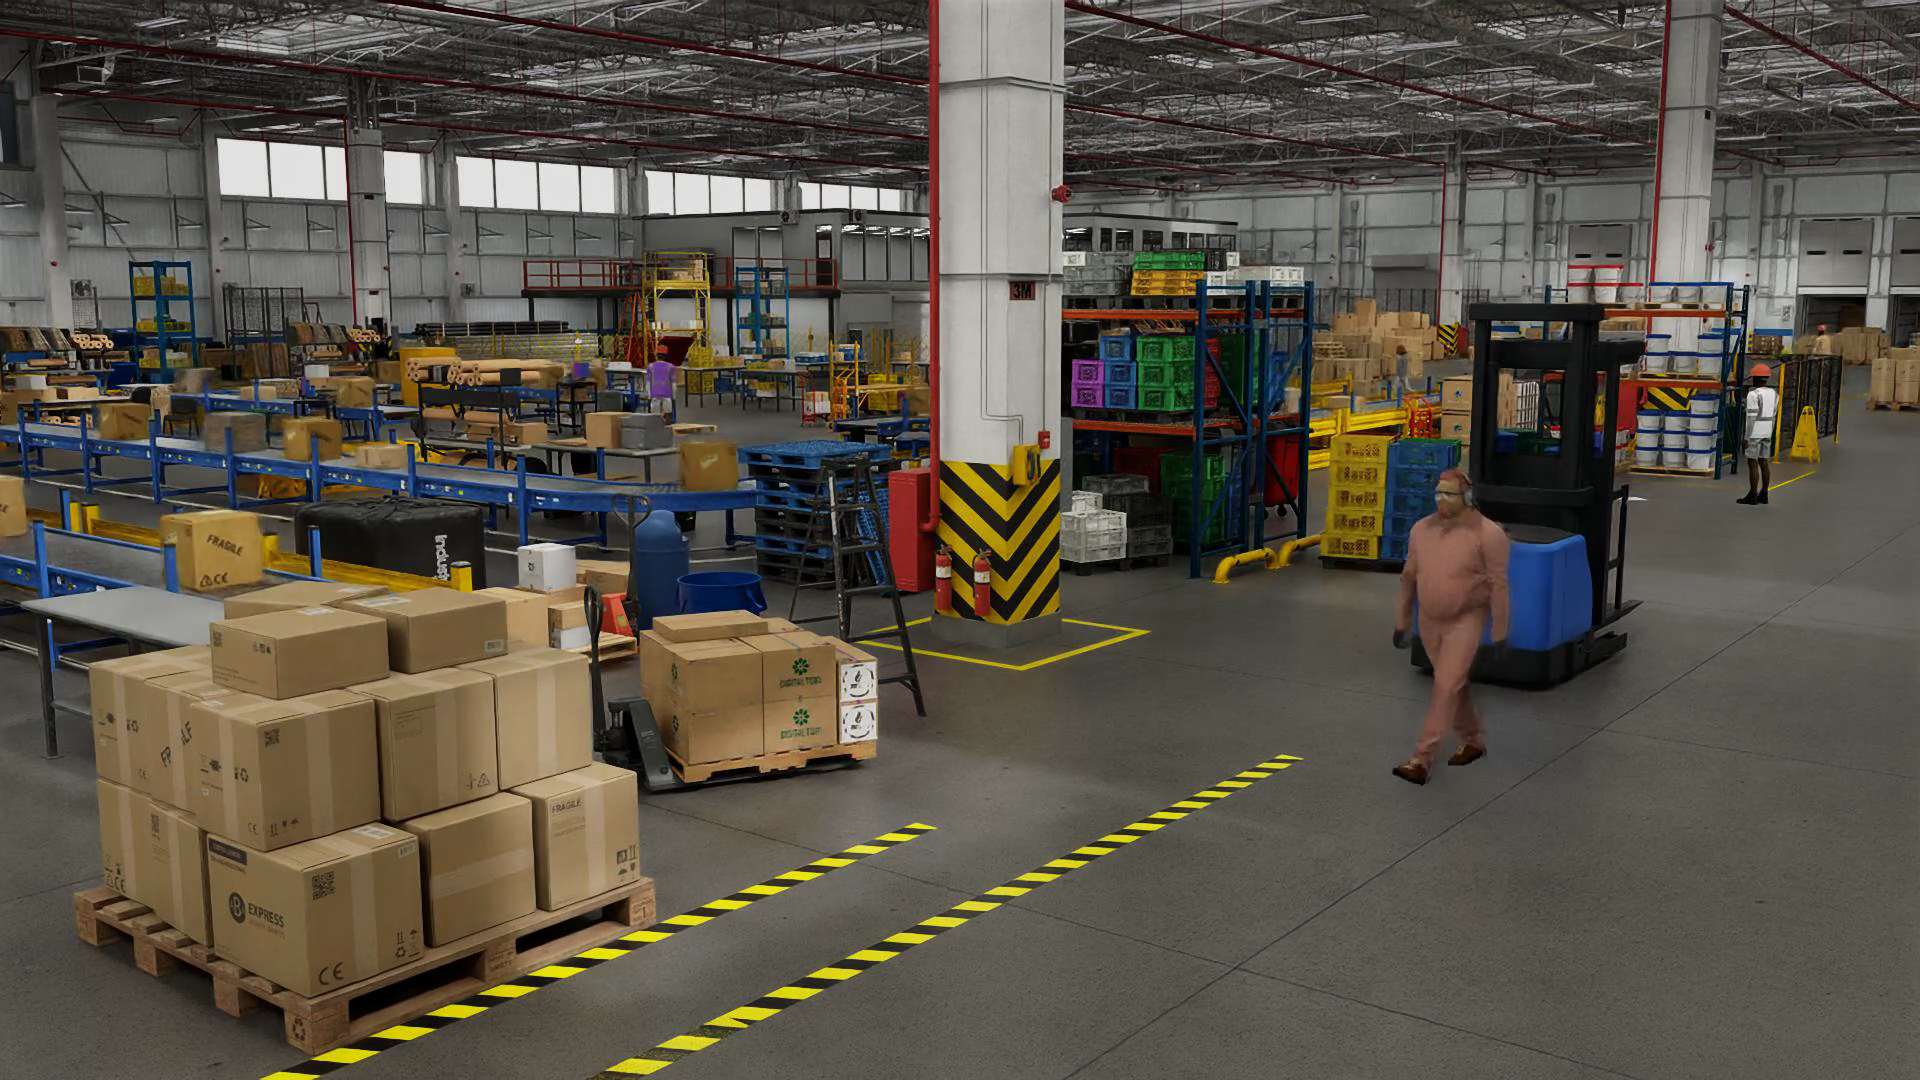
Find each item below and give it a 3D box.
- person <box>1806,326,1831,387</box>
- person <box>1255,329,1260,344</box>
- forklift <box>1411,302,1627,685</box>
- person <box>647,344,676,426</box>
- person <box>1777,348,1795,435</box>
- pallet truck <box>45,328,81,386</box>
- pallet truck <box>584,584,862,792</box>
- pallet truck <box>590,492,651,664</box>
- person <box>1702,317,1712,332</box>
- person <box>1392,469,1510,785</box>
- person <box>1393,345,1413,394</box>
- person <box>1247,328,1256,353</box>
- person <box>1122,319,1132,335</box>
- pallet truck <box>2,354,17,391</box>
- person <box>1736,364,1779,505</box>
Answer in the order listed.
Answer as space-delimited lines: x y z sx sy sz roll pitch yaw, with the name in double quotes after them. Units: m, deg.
26.762 -5.719 51.792 0.567 1.881 0.978 -3 9 -21 "person"
12.399 -8.162 68.394 0.505 1.846 0.346 2 9 14 "person"
4.379 -0.438 12.852 1.129 2.768 1.873 7 11 37 "forklift"
-5.691 -2.762 31.722 0.546 1.927 0.404 0 8 -1 "person"
16.935 -3.044 34.158 0.320 1.769 0.523 0 8 2 "person"
-23.775 -4.544 43.495 1.885 1.965 0.823 6 10 35 "pallet truck"
-1.426 0.805 10.019 1.601 1.201 0.680 -4 9 -26 "pallet truck"
-3.115 0.344 12.883 0.653 1.274 1.630 7 11 37 "pallet truck"
31.816 -8.647 71.155 0.612 1.997 0.375 4 9 27 "person"
2.897 0.503 9.940 1.021 1.854 0.666 -7 11 -38 "person"
11.291 -4.172 42.320 0.834 1.600 0.494 7 11 40 "person"
10.594 -7.055 60.801 0.996 1.890 0.546 -1 9 -9 "person"
6.488 -7.553 64.111 0.588 1.894 0.614 -3 9 -18 "person"
-24.881 -4.417 42.634 1.885 1.965 0.823 8 11 41 "pallet truck"
10.931 -1.448 22.822 0.552 1.935 0.366 -4 10 -28 "person"
